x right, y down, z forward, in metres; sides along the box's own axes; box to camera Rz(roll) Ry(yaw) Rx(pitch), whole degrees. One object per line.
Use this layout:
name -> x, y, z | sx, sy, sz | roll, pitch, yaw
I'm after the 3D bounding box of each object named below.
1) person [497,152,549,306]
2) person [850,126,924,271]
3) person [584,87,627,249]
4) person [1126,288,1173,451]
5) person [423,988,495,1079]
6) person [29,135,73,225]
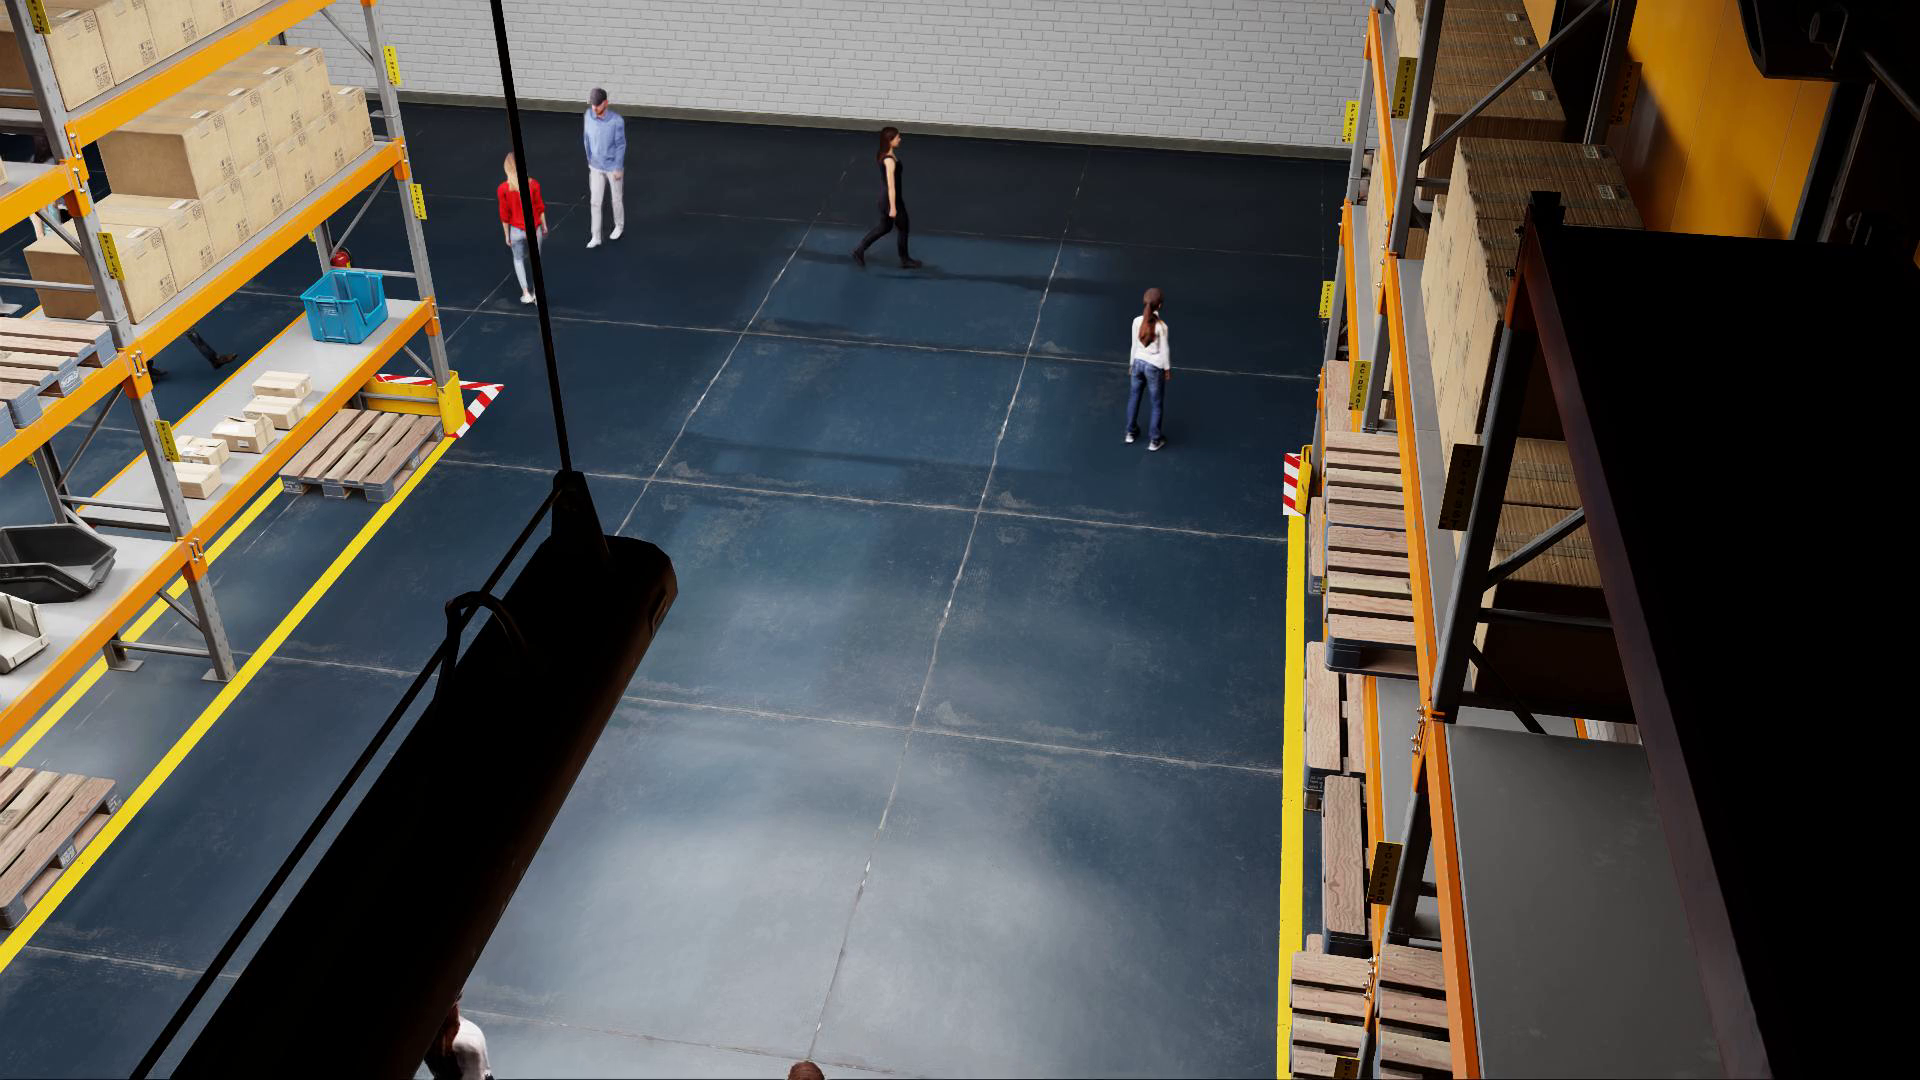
person -> -4.562, -3.231, 17.506 | 0.729, 1.697, 0.734 | -10, 35, -15
person -> -0.838, -3.715, 18.263 | 0.946, 1.666, 1.071 | -8, 34, -12
person -> -4.005, -4.307, 18.993 | 0.686, 1.844, 0.928 | 8, 34, 12
person -> 1.704, -1.564, 15.126 | 0.620, 1.556, 0.638 | 20, 38, 27
person -> -2.522, 2.839, 8.327 | 0.689, 1.749, 0.736 | 16, 37, 23
person -> -9.904, -3.711, 18.332 | 0.747, 1.582, 0.788 | 11, 35, 17
